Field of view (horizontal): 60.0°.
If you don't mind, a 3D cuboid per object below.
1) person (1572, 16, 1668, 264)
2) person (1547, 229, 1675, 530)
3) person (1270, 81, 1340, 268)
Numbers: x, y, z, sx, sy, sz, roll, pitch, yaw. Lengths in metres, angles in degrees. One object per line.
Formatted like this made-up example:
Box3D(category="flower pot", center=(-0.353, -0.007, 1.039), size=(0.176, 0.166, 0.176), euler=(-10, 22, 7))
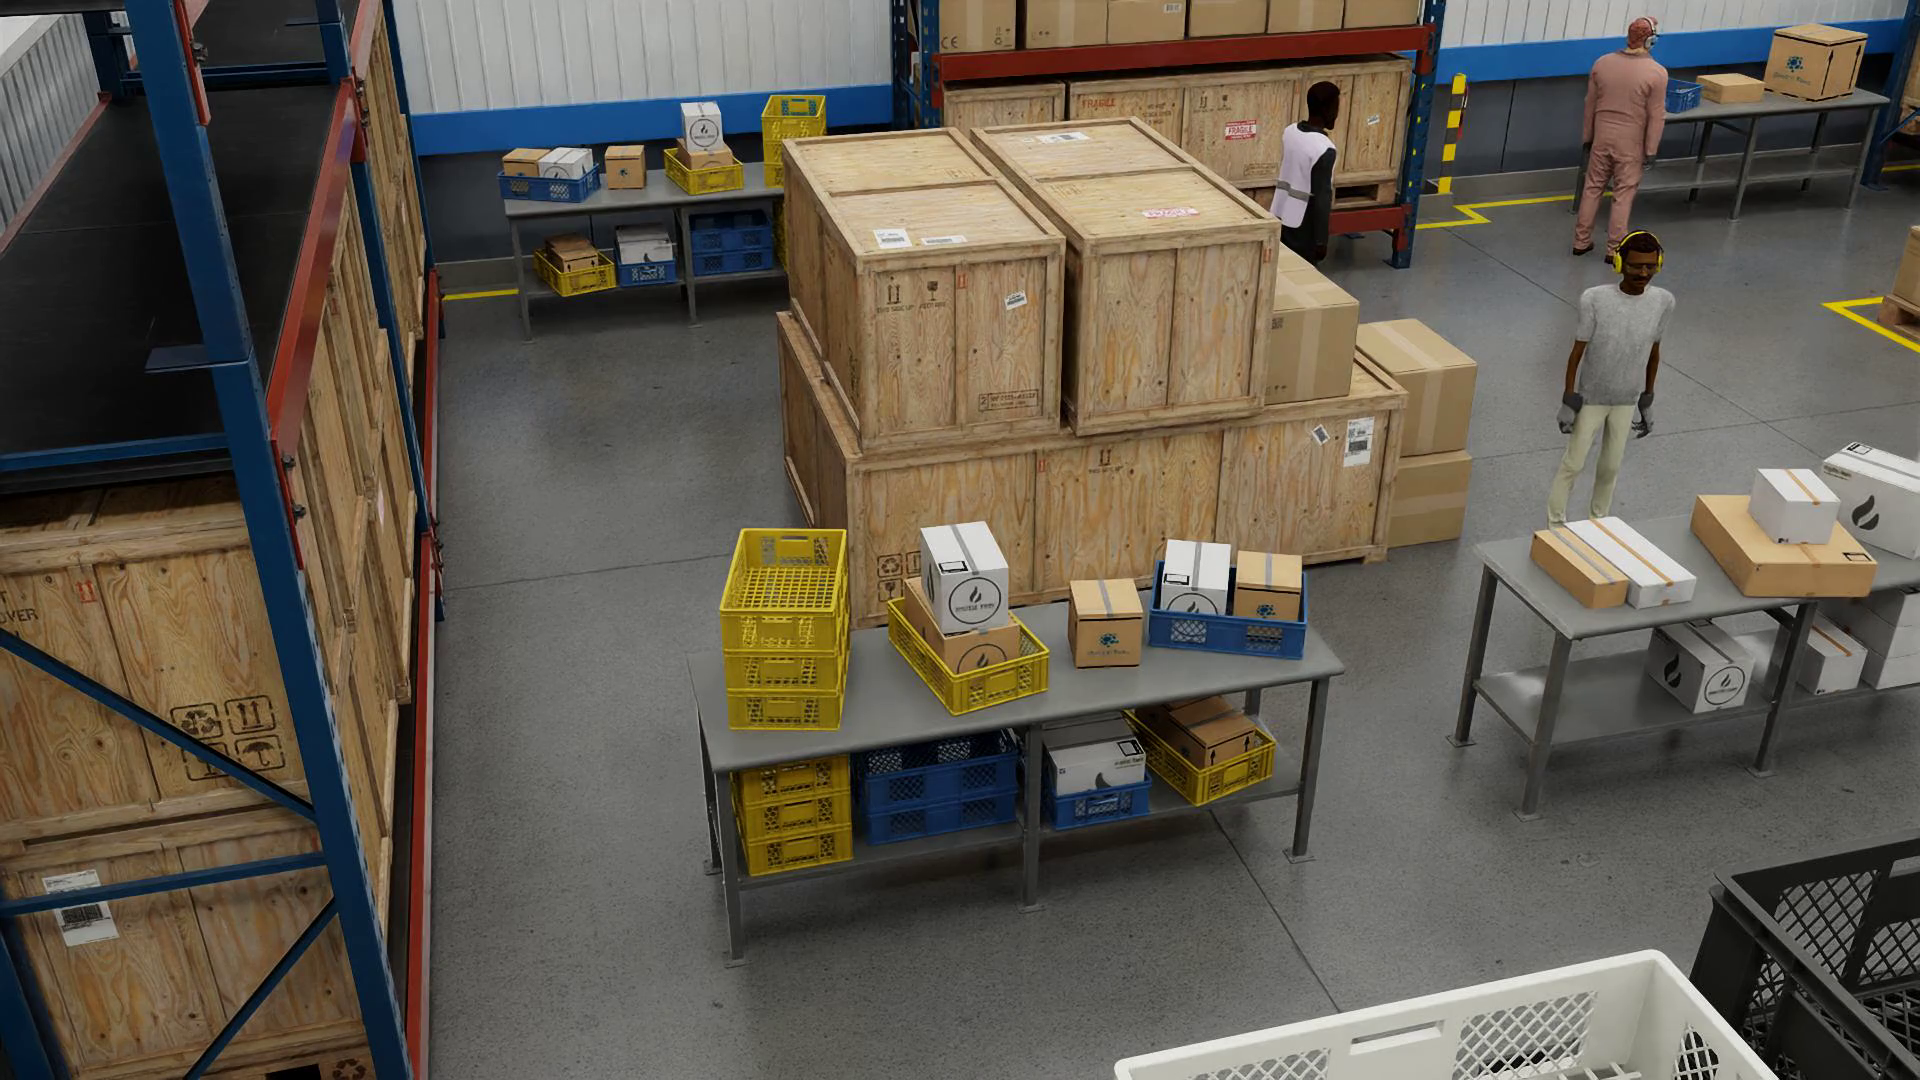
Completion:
Box3D(category="person", center=(5.224, -3.148, 13.119), size=(0.408, 1.906, 0.652), euler=(-22, 36, -35))
Box3D(category="person", center=(3.416, -0.725, 8.759), size=(0.512, 1.872, 0.328), euler=(-1, 29, -2))
Box3D(category="person", center=(2.322, -2.155, 11.318), size=(0.385, 1.911, 0.592), euler=(-8, 30, -15))
